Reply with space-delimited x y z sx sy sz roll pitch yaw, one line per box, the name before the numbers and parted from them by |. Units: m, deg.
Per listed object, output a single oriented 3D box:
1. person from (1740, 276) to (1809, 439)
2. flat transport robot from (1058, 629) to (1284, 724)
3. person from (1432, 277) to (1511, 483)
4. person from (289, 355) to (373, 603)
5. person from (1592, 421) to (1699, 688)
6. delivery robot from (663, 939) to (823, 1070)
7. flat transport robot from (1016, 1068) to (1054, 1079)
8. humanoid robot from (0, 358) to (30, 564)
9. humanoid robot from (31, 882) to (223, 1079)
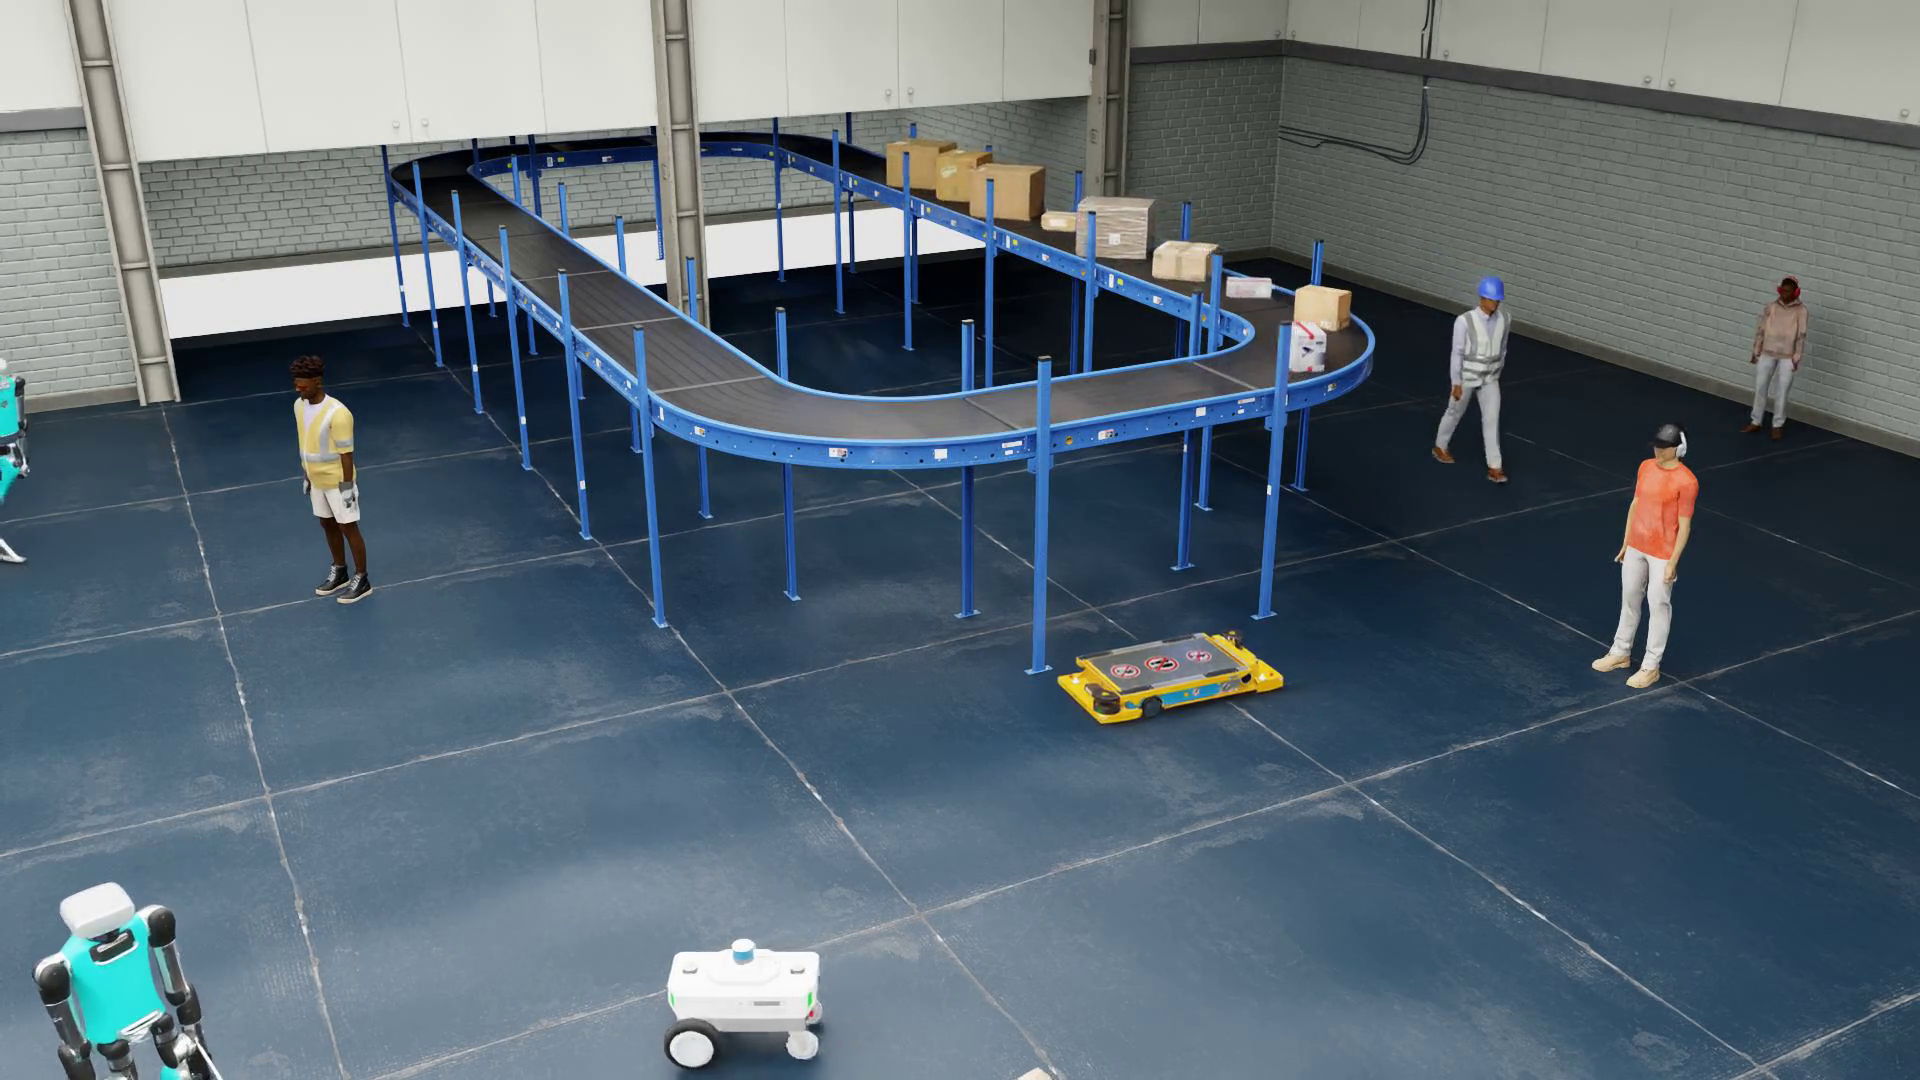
person | 8.138 -1.826 16.557 0.472 1.639 0.312 17 27 35
flat transport robot | 1.464 0.941 11.548 1.431 0.231 0.659 -9 24 -21
person | 4.816 -1.530 15.497 0.637 1.893 1.012 -6 23 -14
person | -4.863 -0.480 12.814 0.602 1.959 0.372 15 26 33
person | 4.755 0.090 11.466 0.392 1.912 0.477 -12 25 -27
delivery robot | -1.061 2.206 8.039 0.769 0.594 0.499 0 22 0
flat transport robot | 0.317 3.063 6.304 1.431 0.231 0.659 -17 28 -36
humanoid robot | -7.931 -0.590 13.484 0.845 1.866 0.552 7 23 18
humanoid robot | -3.110 2.180 6.509 0.974 1.734 0.547 16 27 34
